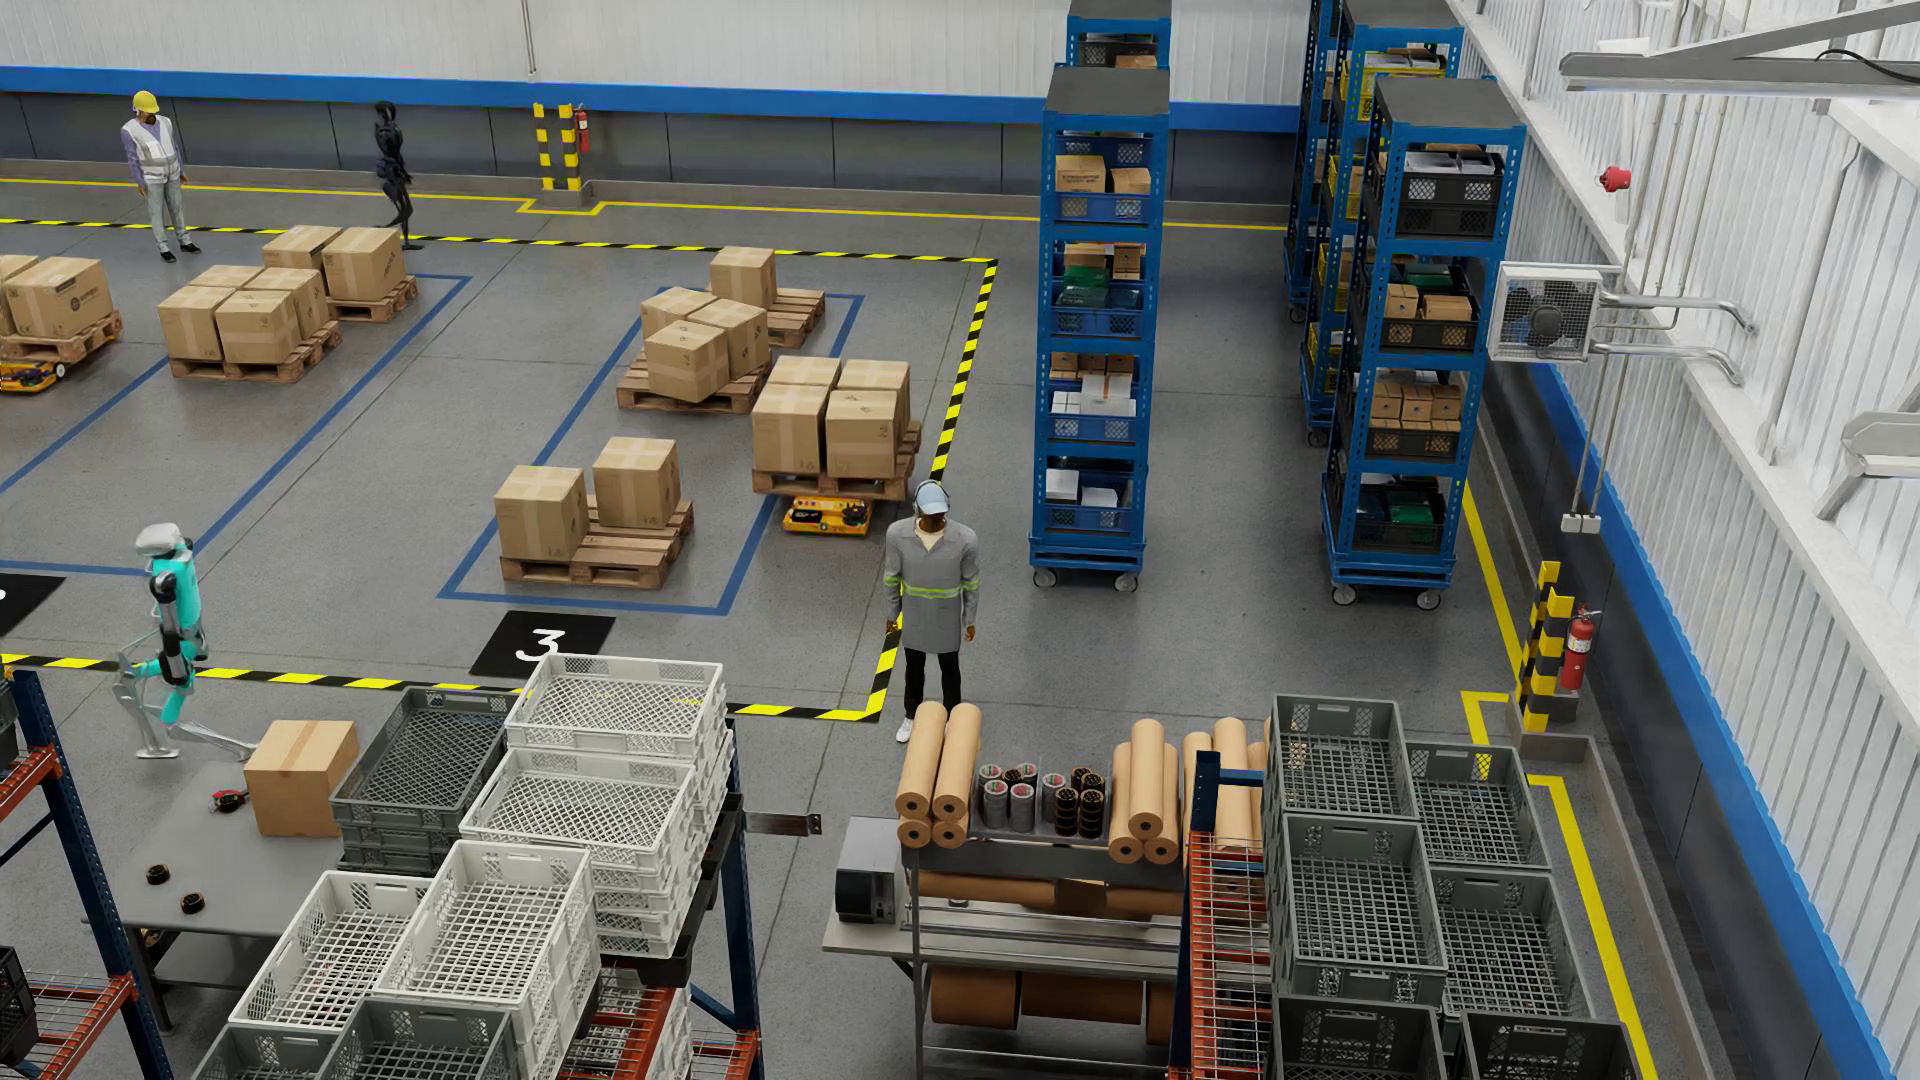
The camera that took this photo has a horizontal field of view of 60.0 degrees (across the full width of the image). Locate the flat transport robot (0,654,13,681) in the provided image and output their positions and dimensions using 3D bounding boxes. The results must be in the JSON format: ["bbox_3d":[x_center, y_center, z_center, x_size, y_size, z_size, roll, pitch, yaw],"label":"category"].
[{"bbox_3d":[-7.142,0.969,11.010,1.431,0.231,0.659,3,30,6],"label":"flat transport robot"}]

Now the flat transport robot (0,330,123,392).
[{"bbox_3d":[-8.633,-1.793,15.725,0.652,0.197,1.431,3,30,6],"label":"flat transport robot"}]

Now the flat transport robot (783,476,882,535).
[{"bbox_3d":[-0.975,-0.492,13.491,0.652,0.197,1.431,3,30,6],"label":"flat transport robot"}]

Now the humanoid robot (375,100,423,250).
[{"bbox_3d":[-6.209,-3.949,18.058,0.485,1.639,0.608,-2,30,-4],"label":"humanoid robot"}]

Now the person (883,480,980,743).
[{"bbox_3d":[-0.182,0.459,10.309,0.596,1.851,0.359,4,30,7],"label":"person"}]

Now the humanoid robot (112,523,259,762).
[{"bbox_3d":[-4.834,0.701,10.030,1.042,1.744,0.546,-4,30,-7],"label":"humanoid robot"}]

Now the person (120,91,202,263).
[{"bbox_3d":[-8.573,-3.908,17.840,0.403,1.823,0.585,18,35,28],"label":"person"}]
